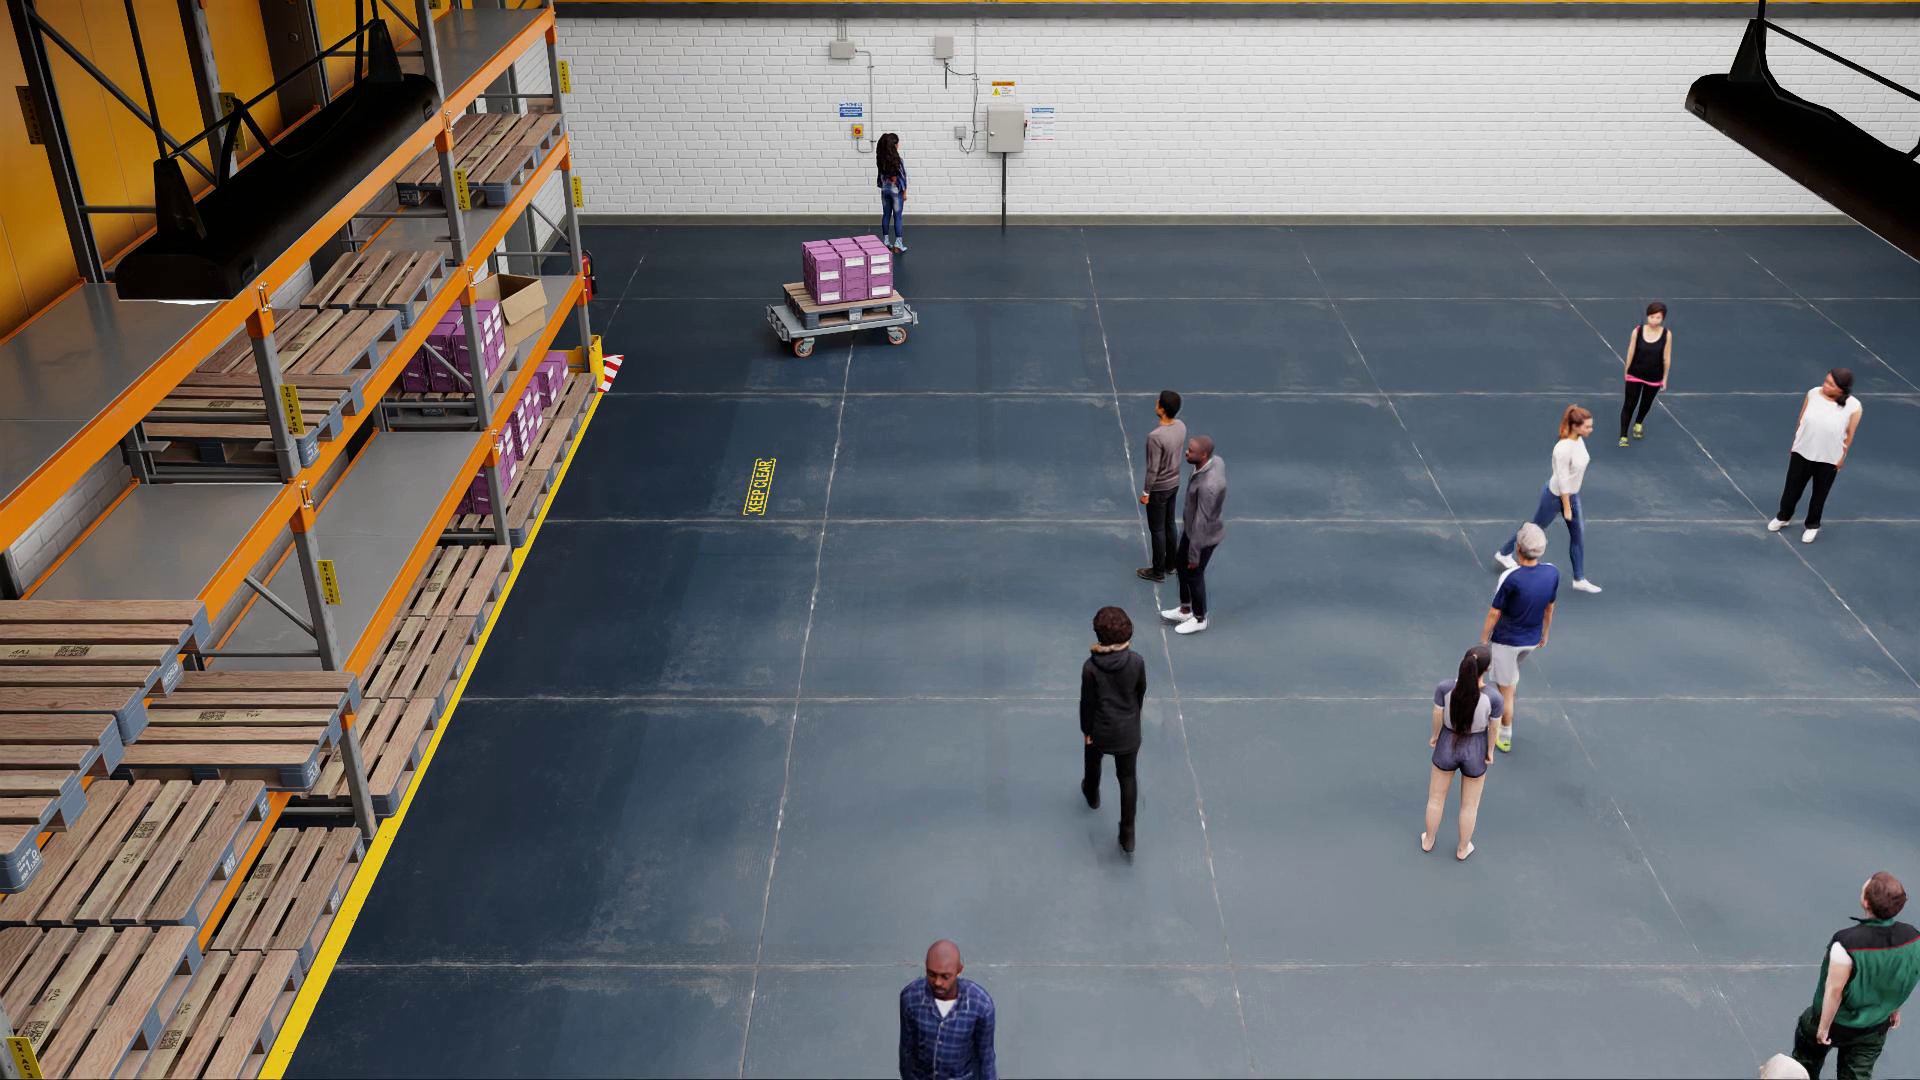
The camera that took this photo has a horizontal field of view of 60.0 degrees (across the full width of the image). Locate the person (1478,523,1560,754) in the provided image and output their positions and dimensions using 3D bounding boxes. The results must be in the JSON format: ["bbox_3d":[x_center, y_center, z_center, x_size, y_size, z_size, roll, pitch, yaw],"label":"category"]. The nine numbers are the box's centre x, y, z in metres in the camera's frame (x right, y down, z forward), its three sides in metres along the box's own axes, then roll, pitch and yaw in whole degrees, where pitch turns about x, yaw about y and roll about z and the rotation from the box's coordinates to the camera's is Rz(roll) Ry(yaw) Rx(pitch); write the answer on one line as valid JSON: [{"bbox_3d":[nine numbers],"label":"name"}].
[{"bbox_3d":[4.116,0.754,12.147,0.775,1.828,0.819,-10,30,-18],"label":"person"}]

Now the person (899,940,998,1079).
[{"bbox_3d":[-0.069,2.720,8.576,0.764,1.796,1.081,4,29,8],"label":"person"}]

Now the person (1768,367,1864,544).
[{"bbox_3d":[7.826,-0.808,15.160,0.823,1.685,0.750,-22,35,-34],"label":"person"}]

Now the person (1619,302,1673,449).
[{"bbox_3d":[7.016,-1.715,17.000,0.771,1.514,1.081,9,30,15],"label":"person"}]

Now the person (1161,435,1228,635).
[{"bbox_3d":[1.996,-0.062,13.672,0.827,1.799,0.608,-2,29,-3],"label":"person"}]

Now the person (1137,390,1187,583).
[{"bbox_3d":[1.763,-0.470,14.454,0.687,1.767,0.769,-18,33,-30],"label":"person"}]

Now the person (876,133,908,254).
[{"bbox_3d":[-0.906,-4.666,22.302,0.703,1.617,0.727,18,33,29],"label":"person"}]

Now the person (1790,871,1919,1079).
[{"bbox_3d":[4.765,2.585,8.815,0.712,1.804,1.168,-1,29,-2],"label":"person"}]

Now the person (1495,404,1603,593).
[{"bbox_3d":[5.077,-0.364,14.355,1.189,1.677,1.107,25,37,38],"label":"person"}]

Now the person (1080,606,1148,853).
[{"bbox_3d":[1.067,1.296,11.236,0.676,1.748,1.123,-2,29,-4],"label":"person"}]

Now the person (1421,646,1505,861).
[{"bbox_3d":[3.354,1.419,11.113,0.664,1.651,0.652,12,31,21],"label":"person"}]
